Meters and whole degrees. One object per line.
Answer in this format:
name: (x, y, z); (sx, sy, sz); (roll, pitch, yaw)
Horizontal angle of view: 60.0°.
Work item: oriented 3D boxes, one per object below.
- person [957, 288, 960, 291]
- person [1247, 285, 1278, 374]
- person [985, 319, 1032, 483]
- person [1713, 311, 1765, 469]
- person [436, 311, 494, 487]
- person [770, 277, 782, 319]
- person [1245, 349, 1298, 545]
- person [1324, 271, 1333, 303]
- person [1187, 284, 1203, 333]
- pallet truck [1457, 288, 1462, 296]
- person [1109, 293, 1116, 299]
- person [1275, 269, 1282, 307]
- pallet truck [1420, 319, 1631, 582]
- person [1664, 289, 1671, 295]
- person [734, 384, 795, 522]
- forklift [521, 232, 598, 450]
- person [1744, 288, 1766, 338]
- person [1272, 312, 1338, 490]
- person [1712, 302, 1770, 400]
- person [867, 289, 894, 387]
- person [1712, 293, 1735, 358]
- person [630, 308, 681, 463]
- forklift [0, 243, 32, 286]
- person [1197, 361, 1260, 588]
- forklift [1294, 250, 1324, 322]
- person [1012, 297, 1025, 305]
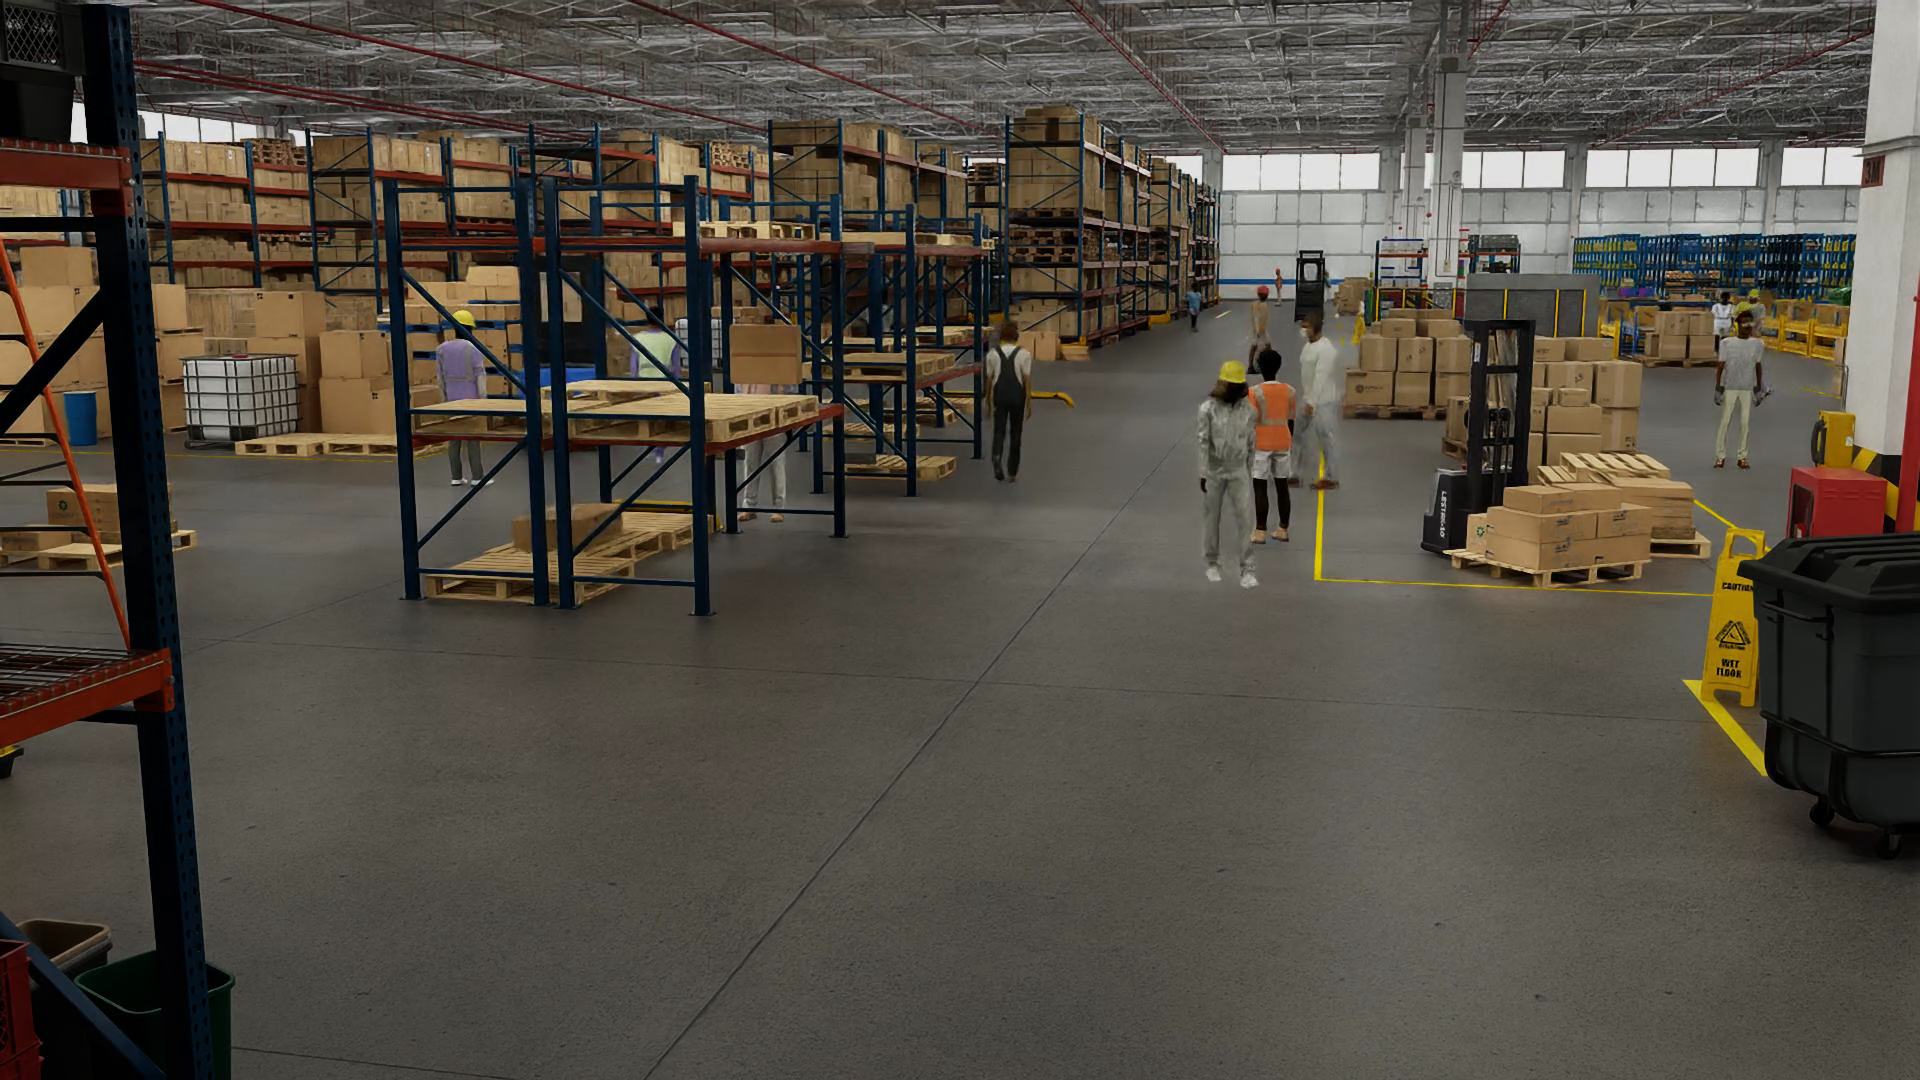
person: (-0.292, -10.215, 69.562); (0.642, 1.920, 0.793); (3, 10, 15)
person: (6.500, -4.494, 35.650); (0.787, 1.912, 0.545); (9, 13, 44)
person: (0.528, -1.509, 18.292); (0.510, 1.827, 0.596); (1, 10, 8)
person: (9.204, -1.767, 19.652); (0.533, 1.872, 0.315); (3, 10, 16)
person: (-5.404, -1.535, 18.146); (0.585, 1.917, 0.381); (3, 10, 17)
person: (-5.971, -7.589, 53.989); (0.377, 1.917, 0.599); (-3, 10, -19)
person: (2.690, -0.810, 14.488); (0.537, 1.698, 0.320); (-4, 11, -24)
person: (20.845, -14.322, 94.143); (0.583, 1.824, 0.661); (6, 12, 34)
person: (7.939, -7.828, 56.191); (0.547, 1.648, 0.867); (-3, 10, -16)
pallet truck: (20.506, -9.785, 68.819); (0.653, 1.274, 1.630); (2, 10, 12)
person: (6.481, -10.241, 70.534); (0.279, 1.631, 0.507); (-2, 10, -11)
person: (16.668, -13.218, 87.141); (0.413, 1.985, 0.610); (1, 10, 5)
pallet truck: (4.543, -0.757, 13.299); (0.823, 1.965, 1.885); (-4, 10, -22)
person: (38.008, -13.460, 89.133); (0.995, 1.793, 0.562); (4, 11, 24)
person: (-1.859, -1.079, 15.686); (0.623, 1.839, 0.429); (2, 10, 13)
forklift: (-5.235, -2.650, 21.896); (1.129, 2.768, 1.873); (-2, 10, -12)
person: (17.873, -4.772, 37.597); (0.631, 1.814, 0.438); (2, 10, 12)
person: (3.705, -1.464, 17.774); (0.832, 1.905, 0.629); (-3, 10, -16)
person: (13.912, -3.349, 29.442); (0.885, 1.731, 0.518); (4, 10, 23)
person: (-1.527, -3.905, 32.108); (0.611, 1.944, 0.766); (3, 10, 19)
person: (18.794, -5.260, 40.989); (0.544, 1.651, 0.852); (3, 10, 15)
person: (-3.751, -1.917, 20.540); (0.617, 1.864, 0.978); (-1, 10, -9)
forklift: (-21.254, -5.272, 37.423); (1.873, 2.768, 1.129); (2, 10, 12)
person: (2.026, -0.480, 12.519); (0.491, 1.709, 0.836); (-1, 10, -5)
forklift: (13.778, -10.002, 65.433); (1.129, 2.768, 1.873); (2, 10, 12)
person: (2.023, -8.163, 57.683); (0.433, 1.840, 0.656); (3, 10, 15)
